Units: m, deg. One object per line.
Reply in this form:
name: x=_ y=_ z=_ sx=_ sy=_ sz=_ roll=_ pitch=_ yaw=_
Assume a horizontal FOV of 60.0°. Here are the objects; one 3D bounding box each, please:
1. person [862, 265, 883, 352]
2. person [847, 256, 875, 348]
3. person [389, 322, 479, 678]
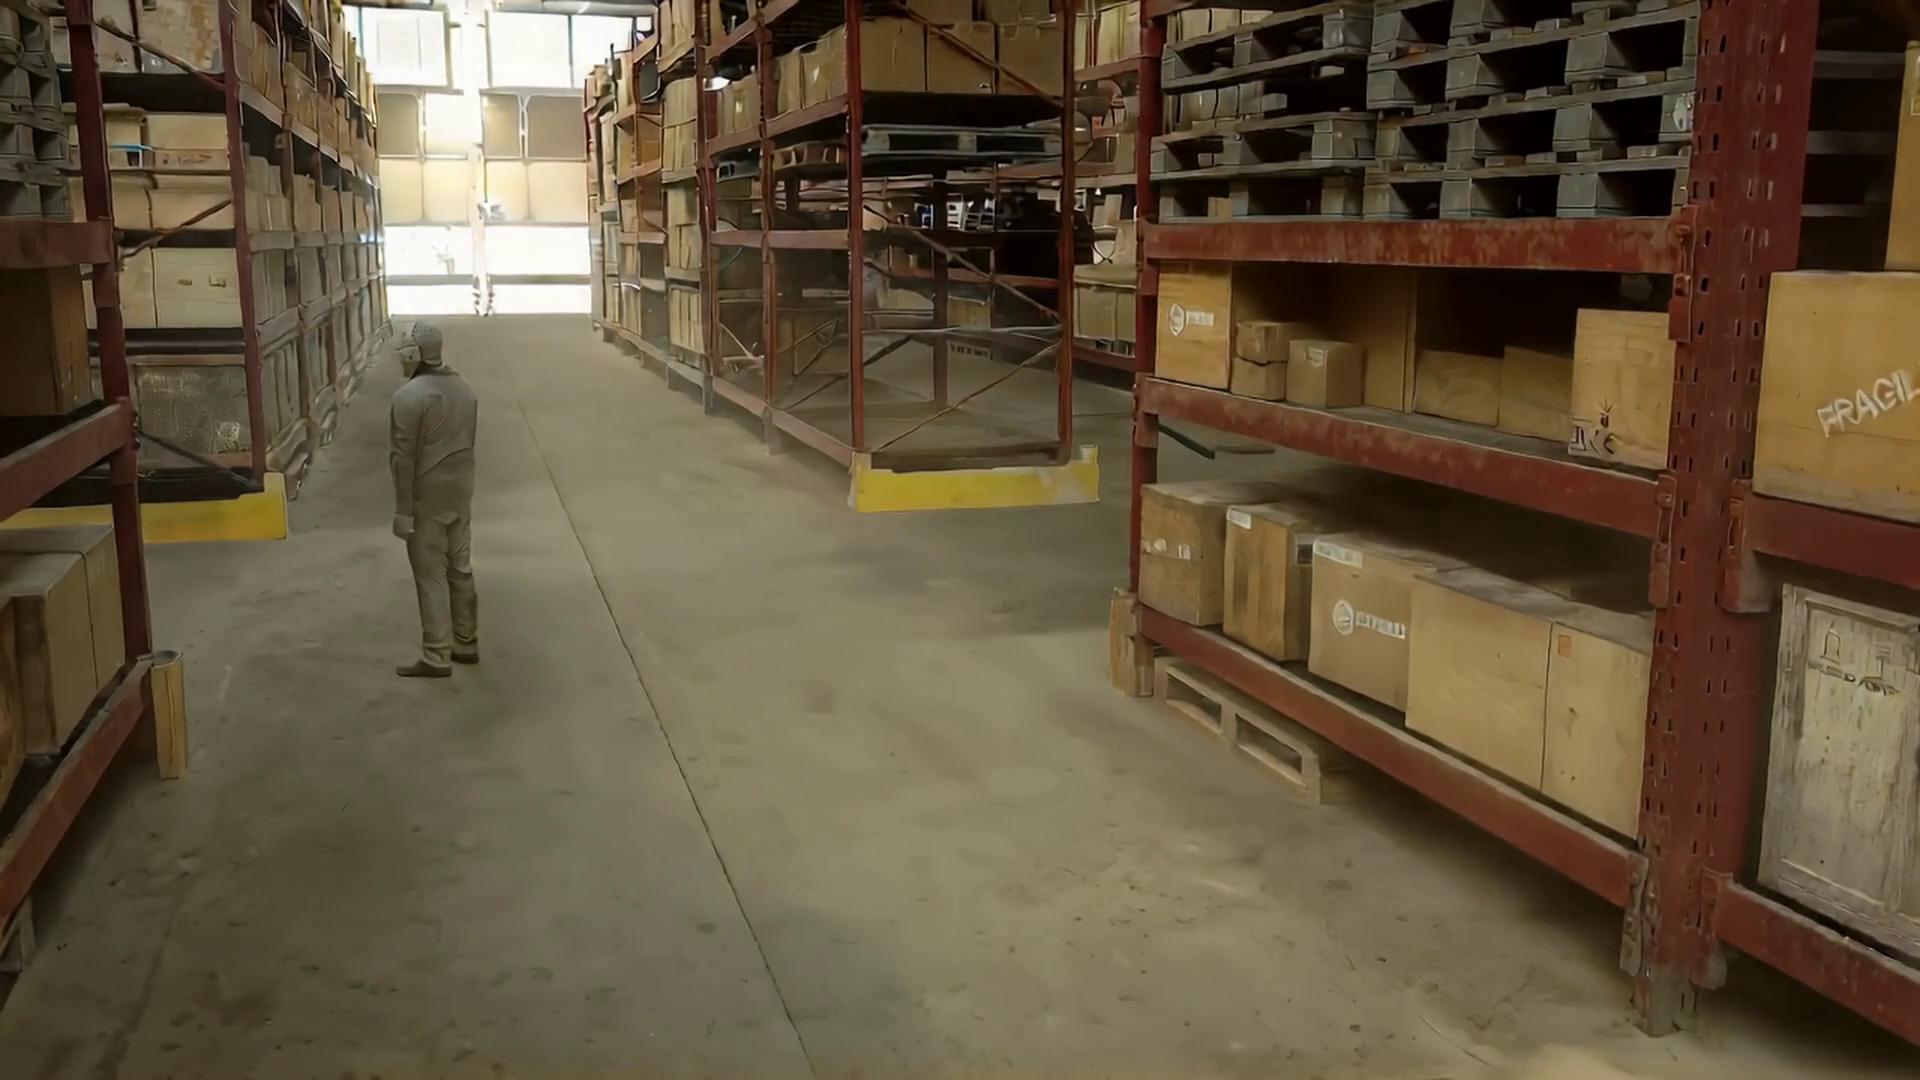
person: x=-1.794 y=-4.764 z=34.217 sx=0.407 sy=1.788 sz=0.741 roll=-3 pitch=11 yaw=-17
person: x=-2.109 y=-5.115 z=35.716 sx=0.642 sy=1.948 sz=0.999 roll=-4 pitch=11 yaw=-21
person: x=-2.850 y=-0.215 z=8.951 sx=0.399 sy=1.899 sz=0.646 roll=2 pitch=11 yaw=13
